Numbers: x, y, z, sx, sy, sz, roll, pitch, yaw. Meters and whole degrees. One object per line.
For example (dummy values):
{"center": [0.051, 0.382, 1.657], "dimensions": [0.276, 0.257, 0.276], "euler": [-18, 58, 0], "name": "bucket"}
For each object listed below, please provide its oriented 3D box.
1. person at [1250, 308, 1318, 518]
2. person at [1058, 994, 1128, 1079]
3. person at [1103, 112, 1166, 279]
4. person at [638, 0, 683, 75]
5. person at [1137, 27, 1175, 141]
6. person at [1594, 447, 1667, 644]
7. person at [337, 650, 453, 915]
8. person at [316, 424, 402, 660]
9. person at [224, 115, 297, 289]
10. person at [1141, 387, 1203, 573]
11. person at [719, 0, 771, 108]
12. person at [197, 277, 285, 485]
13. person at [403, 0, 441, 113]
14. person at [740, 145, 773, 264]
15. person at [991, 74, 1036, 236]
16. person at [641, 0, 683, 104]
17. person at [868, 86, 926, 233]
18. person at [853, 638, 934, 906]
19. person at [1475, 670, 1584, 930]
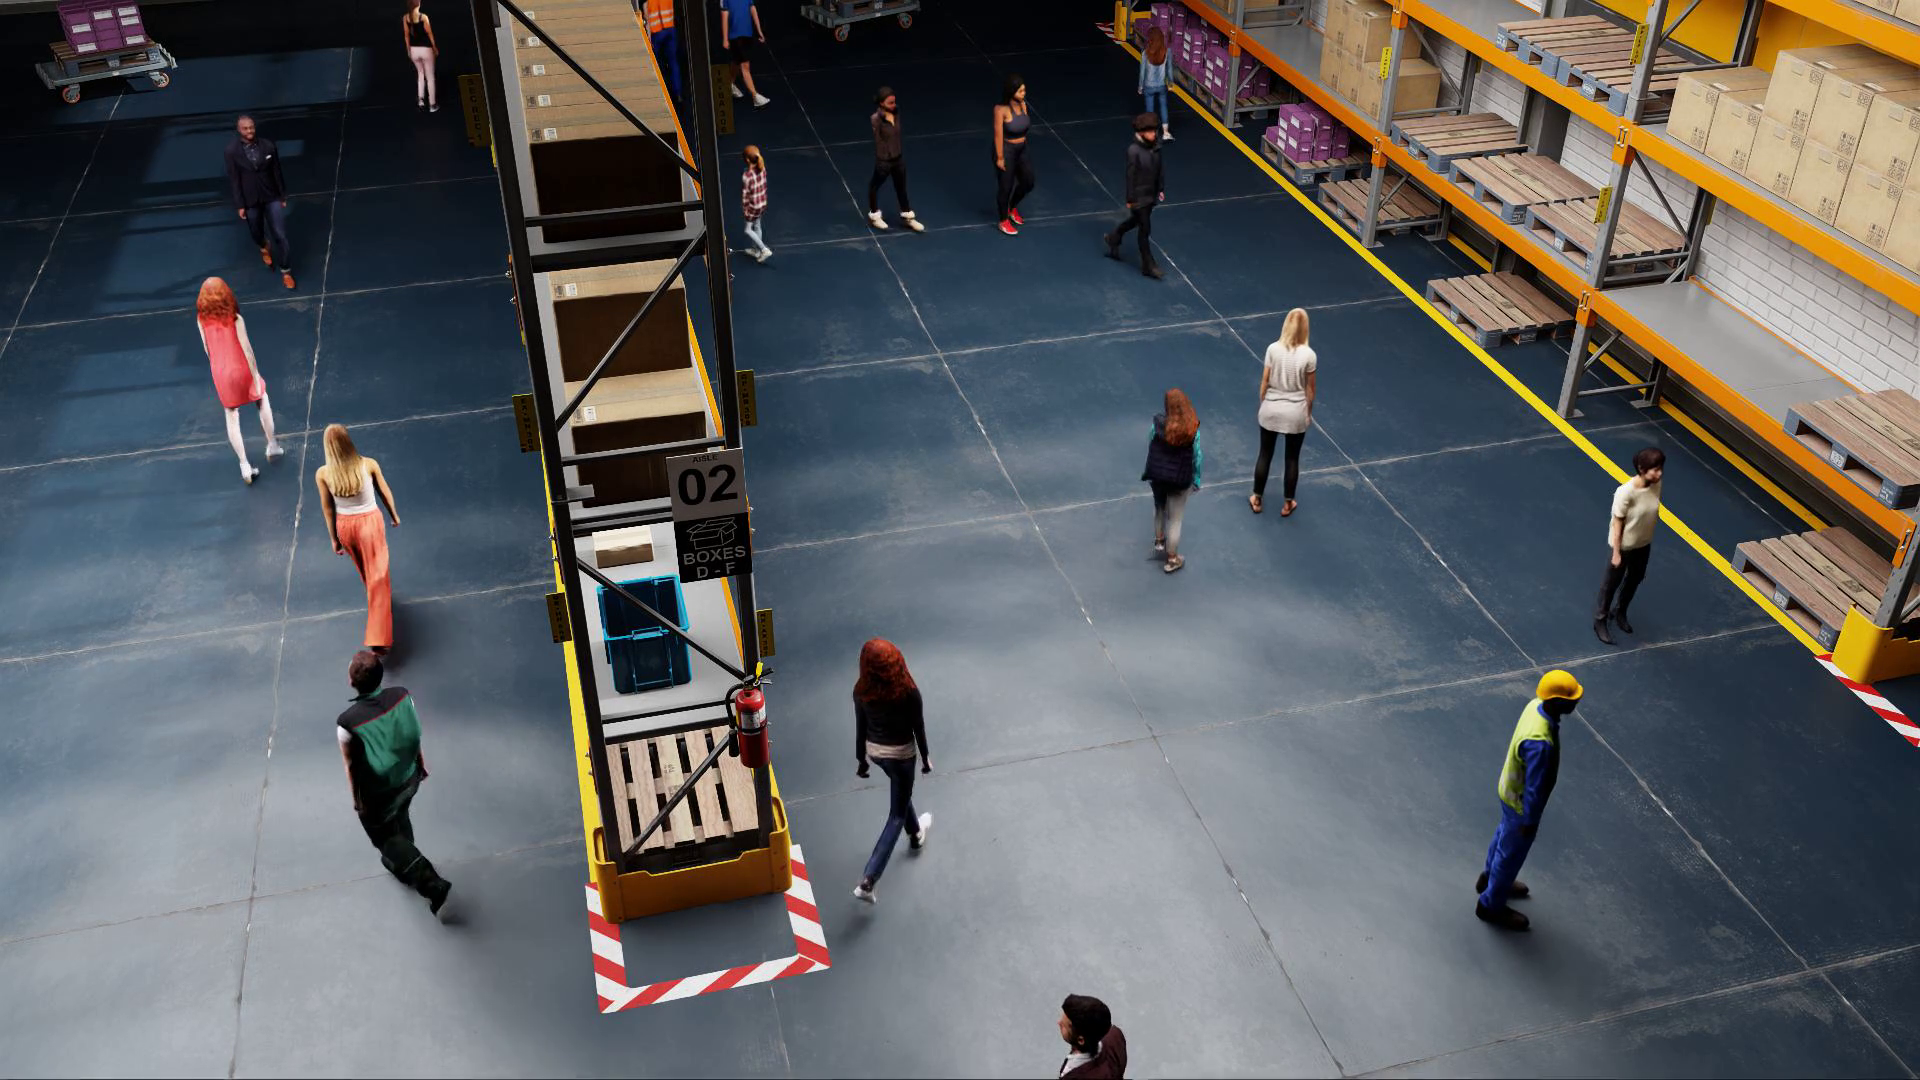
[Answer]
{"center": [2.643, -1.027, 13.553], "dimensions": [0.681, 1.822, 0.703], "euler": [9, 35, 14], "name": "person"}
{"center": [0.674, 2.840, 7.727], "dimensions": [1.154, 1.833, 1.146], "euler": [13, 36, 18], "name": "person"}
{"center": [1.875, -3.694, 17.638], "dimensions": [1.207, 1.743, 0.997], "euler": [28, 42, 35], "name": "person"}
{"center": [-4.447, -7.239, 23.049], "dimensions": [1.009, 1.657, 1.131], "euler": [7, 34, 10], "name": "person"}
{"center": [2.476, -5.702, 20.909], "dimensions": [0.622, 1.465, 0.546], "euler": [-3, 34, -5], "name": "person"}
{"center": [4.887, 0.007, 12.208], "dimensions": [0.627, 1.589, 0.556], "euler": [-14, 36, -21], "name": "person"}
{"center": [-3.355, 1.450, 9.826], "dimensions": [1.112, 1.823, 1.008], "euler": [23, 40, 31], "name": "person"}
{"center": [-4.314, 0.031, 12.023], "dimensions": [0.754, 1.754, 1.299], "euler": [-4, 34, -6], "name": "person"}
{"center": [-7.322, -3.564, 17.397], "dimensions": [0.784, 1.793, 1.119], "euler": [-14, 36, -20], "name": "person"}
{"center": [1.619, -0.460, 13.021], "dimensions": [0.803, 1.467, 0.859], "euler": [17, 37, 23], "name": "person"}
{"center": [-2.984, -6.736, 22.144], "dimensions": [1.286, 1.820, 1.113], "euler": [25, 41, 32], "name": "person"}
{"center": [-6.116, -1.298, 13.979], "dimensions": [0.706, 1.803, 0.835], "euler": [-2, 34, -3], "name": "person"}
{"center": [-7.085, -6.380, 21.852], "dimensions": [0.612, 1.551, 0.667], "euler": [3, 34, 5], "name": "person"}
{"center": [-2.187, -3.604, 17.902], "dimensions": [0.819, 1.301, 0.739], "euler": [23, 40, 30], "name": "person"}
{"center": [0.501, -4.313, 18.513], "dimensions": [0.789, 1.804, 0.812], "euler": [-27, 42, -34], "name": "person"}
{"center": [-3.914, -6.730, 22.106], "dimensions": [0.926, 1.851, 1.212], "euler": [-21, 39, -29], "name": "person"}
{"center": [-0.699, -4.176, 18.446], "dimensions": [0.944, 1.650, 0.851], "euler": [-12, 35, -17], "name": "person"}
{"center": [-0.443, 1.406, 9.967], "dimensions": [1.091, 1.741, 1.262], "euler": [13, 36, 19], "name": "person"}
{"center": [3.322, 1.490, 9.775], "dimensions": [0.817, 1.812, 0.716], "euler": [11, 35, 17], "name": "person"}
